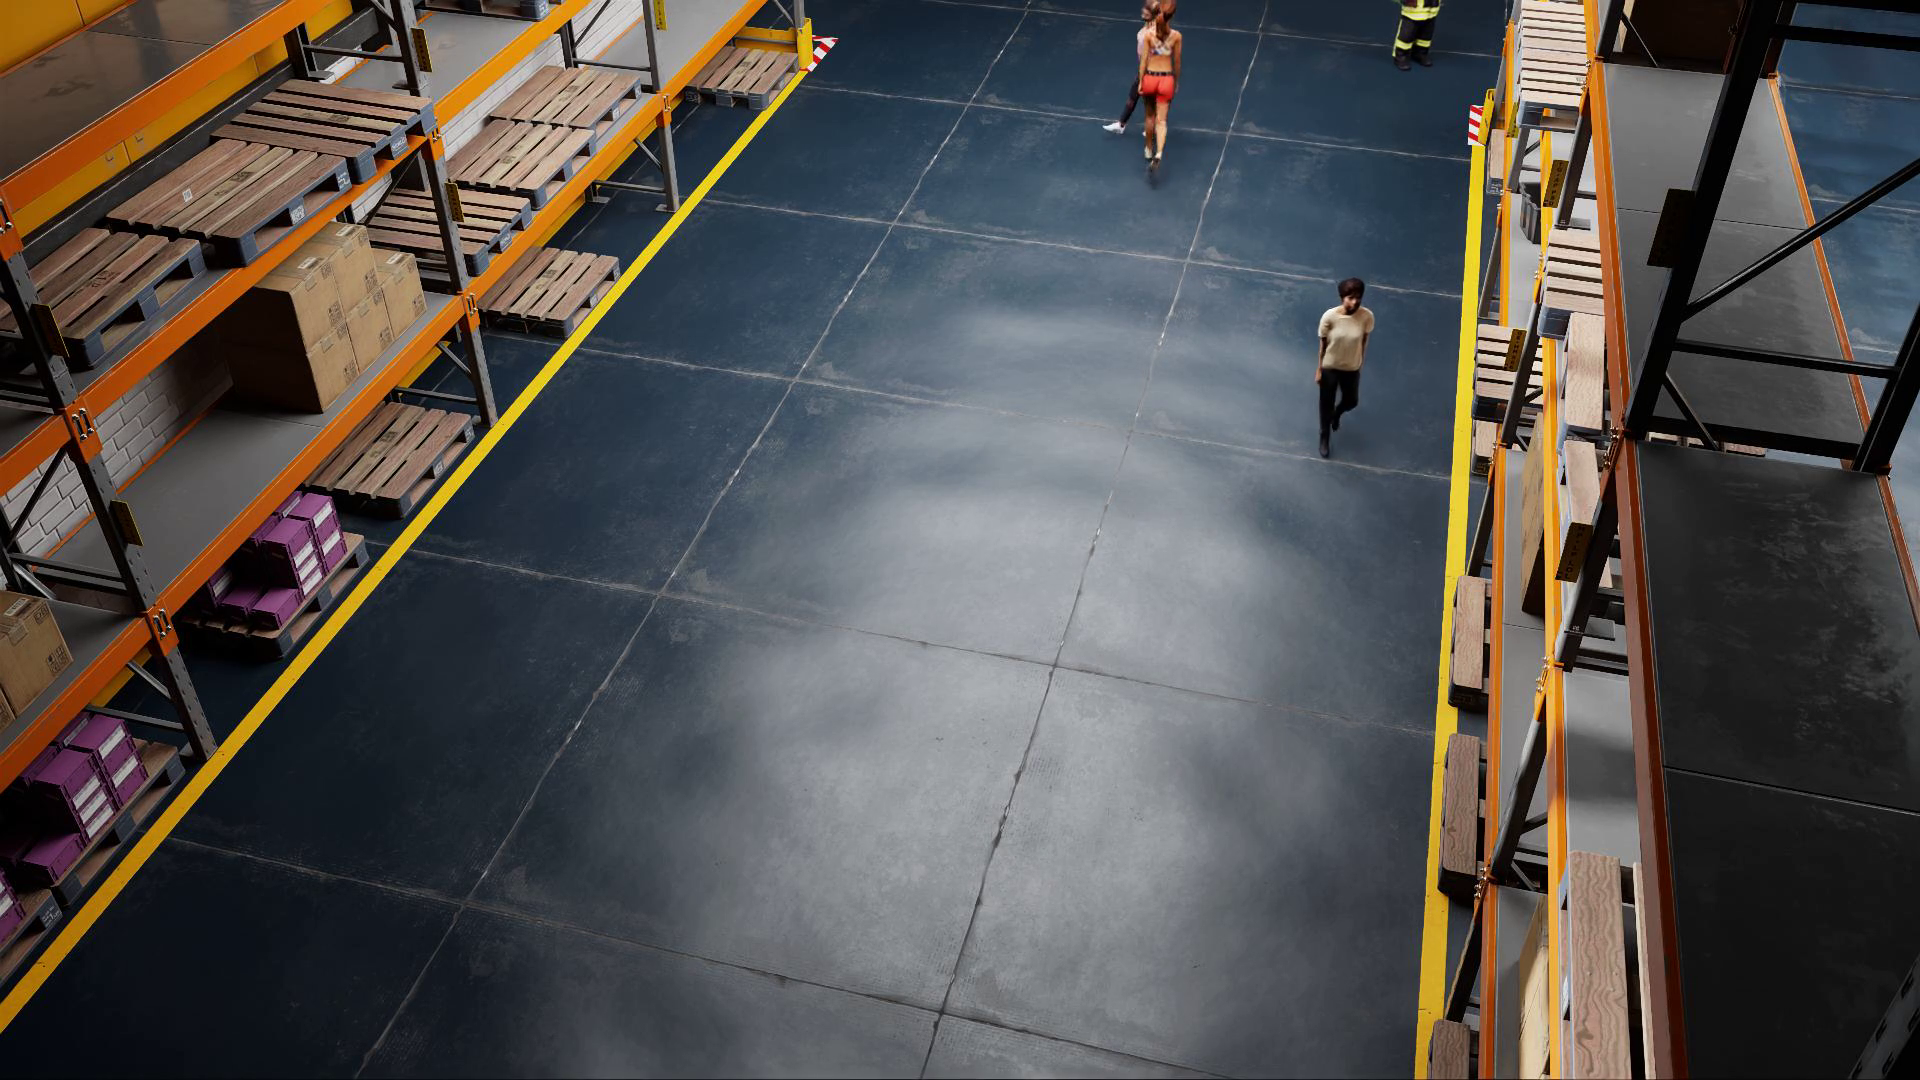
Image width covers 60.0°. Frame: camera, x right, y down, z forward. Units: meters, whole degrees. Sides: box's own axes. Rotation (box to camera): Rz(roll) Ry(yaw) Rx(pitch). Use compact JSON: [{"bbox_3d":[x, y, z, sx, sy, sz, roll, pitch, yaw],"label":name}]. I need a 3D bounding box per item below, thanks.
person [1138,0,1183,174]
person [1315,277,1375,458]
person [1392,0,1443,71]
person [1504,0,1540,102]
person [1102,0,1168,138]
[{"bbox_3d":[2.076,-4.686,17.317,0.721,1.760,1.099,2,39,2],"label":"person"},{"bbox_3d":[3.042,-1.427,13.384,0.669,1.577,0.737,1,39,1],"label":"person"},{"bbox_3d":[5.433,-6.458,19.488,0.854,1.821,0.886,-14,41,-17],"label":"person"},{"bbox_3d":[6.454,-5.614,18.539,0.784,1.686,0.758,5,39,6],"label":"person"},{"bbox_3d":[2.125,-5.060,17.888,0.900,1.633,0.983,-1,39,-1],"label":"person"}]
